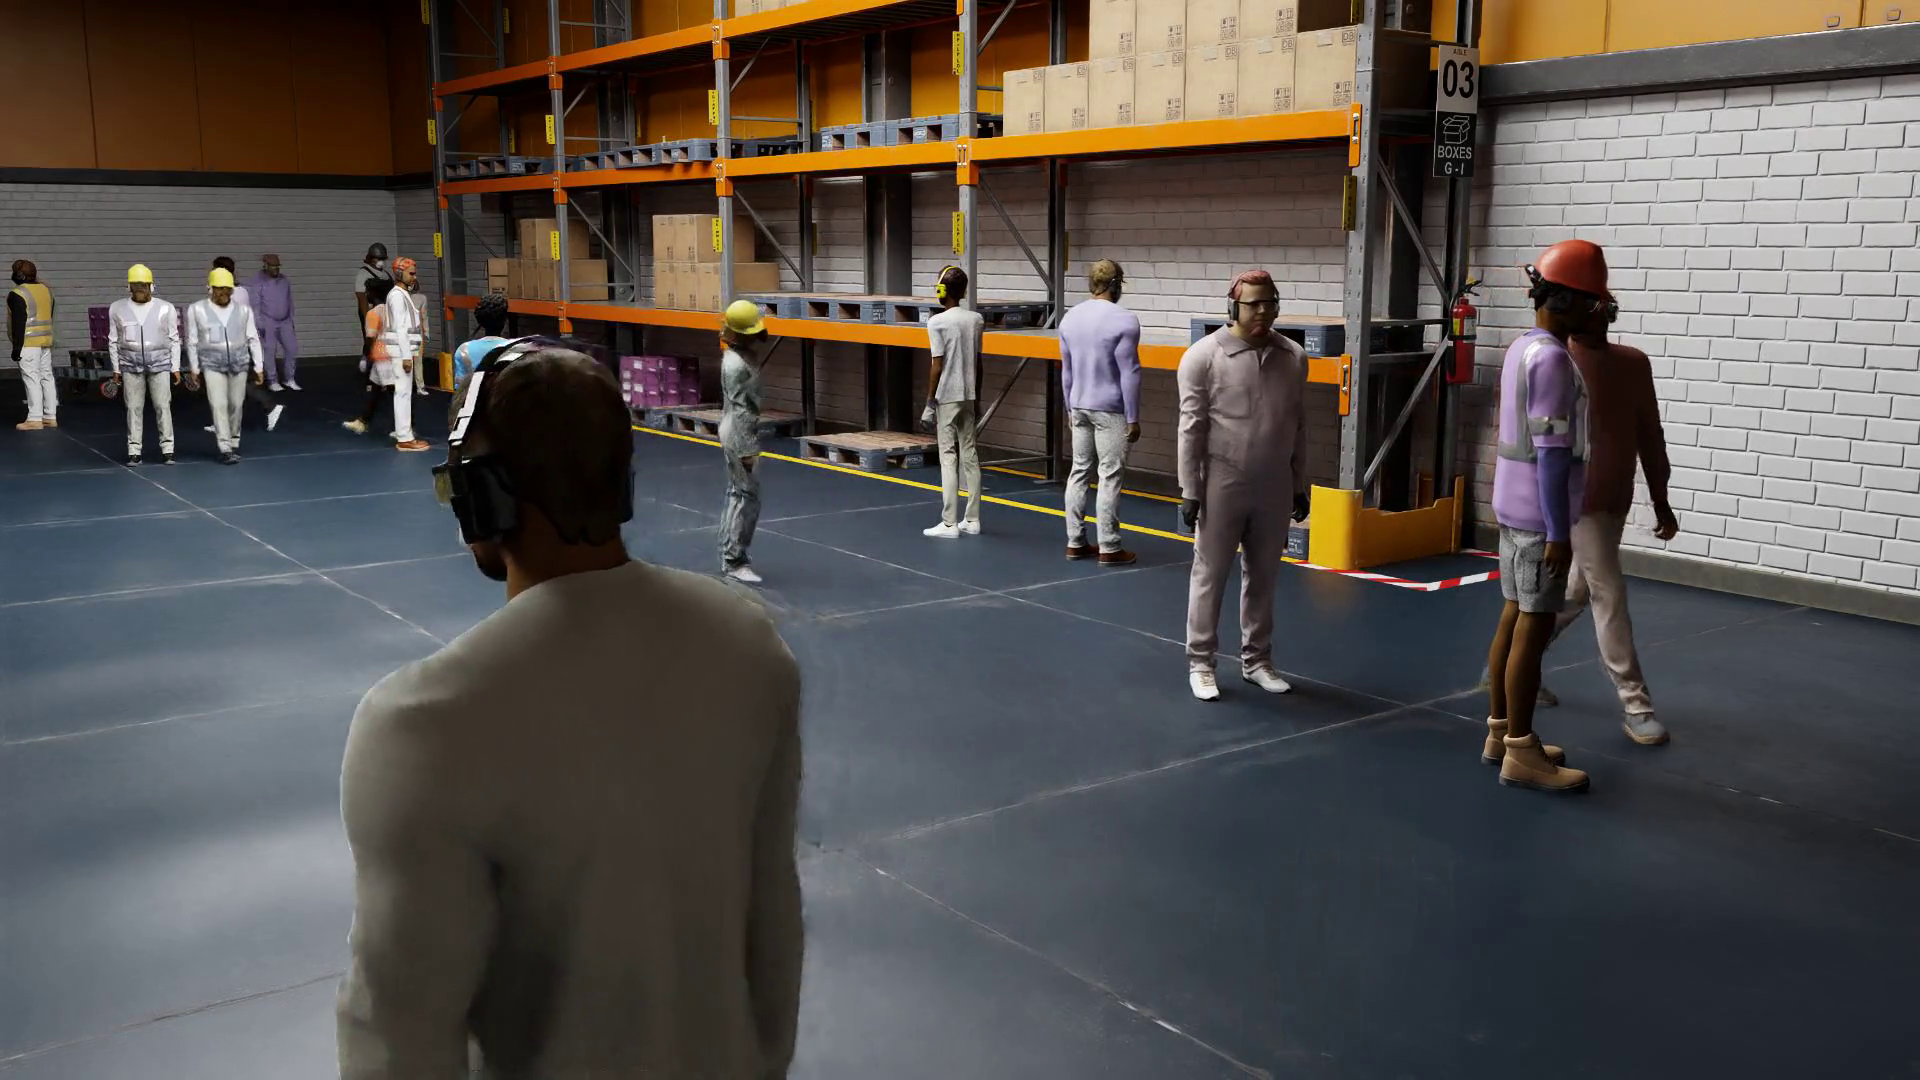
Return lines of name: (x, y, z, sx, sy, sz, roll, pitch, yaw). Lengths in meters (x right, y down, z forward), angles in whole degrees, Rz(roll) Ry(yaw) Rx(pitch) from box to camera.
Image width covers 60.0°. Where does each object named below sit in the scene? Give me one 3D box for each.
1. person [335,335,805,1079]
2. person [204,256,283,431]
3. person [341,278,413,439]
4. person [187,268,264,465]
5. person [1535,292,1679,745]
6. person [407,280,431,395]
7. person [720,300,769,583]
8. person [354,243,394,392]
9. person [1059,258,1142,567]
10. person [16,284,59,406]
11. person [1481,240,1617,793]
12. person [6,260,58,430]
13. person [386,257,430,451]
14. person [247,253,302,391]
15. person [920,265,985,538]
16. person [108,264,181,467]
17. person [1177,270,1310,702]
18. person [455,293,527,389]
person: (-0.448, 0.722, 1.996, 0.420, 1.925, 0.632, 6, 12, 29)
person: (-7.726, -2.083, 17.785, 0.821, 1.890, 0.602, 0, 10, -2)
person: (-6.080, -1.871, 17.219, 0.834, 1.651, 0.557, 0, 10, 0)
person: (-6.768, -1.607, 15.376, 0.617, 1.796, 0.768, -7, 12, -36)
person: (2.613, -0.161, 6.945, 0.613, 1.921, 0.927, -6, 12, -31)
person: (-7.305, -2.733, 22.136, 0.499, 1.634, 0.279, -7, 12, -35)
person: (-1.299, -0.596, 10.005, 0.352, 1.694, 0.701, -1, 10, -4)
person: (-7.943, -3.058, 22.818, 0.536, 2.000, 0.682, 2, 10, 13)
person: (0.891, -0.800, 10.479, 0.359, 1.932, 0.630, -9, 14, -42)
person: (-11.553, -2.458, 20.642, 0.658, 1.610, 0.510, 0, 10, 2)
person: (2.195, -0.090, 6.215, 0.389, 2.034, 0.605, 1, 10, 7)
person: (-10.146, -2.127, 18.157, 0.429, 1.846, 0.625, 1, 10, 3)
person: (-5.433, -1.814, 16.286, 0.355, 1.886, 0.572, -3, 11, -18)
person: (-9.300, -2.949, 22.645, 0.625, 1.880, 0.683, 7, 12, 34)
person: (-0.052, -0.946, 11.462, 0.520, 1.874, 0.327, -9, 14, -42)
person: (-7.412, -1.585, 15.139, 0.588, 1.837, 0.403, -4, 11, -22)
person: (1.280, -0.238, 7.399, 0.648, 1.907, 0.401, -4, 11, -19)
person: (-3.006, -0.749, 10.840, 0.535, 1.700, 0.318, 1, 10, 4)
